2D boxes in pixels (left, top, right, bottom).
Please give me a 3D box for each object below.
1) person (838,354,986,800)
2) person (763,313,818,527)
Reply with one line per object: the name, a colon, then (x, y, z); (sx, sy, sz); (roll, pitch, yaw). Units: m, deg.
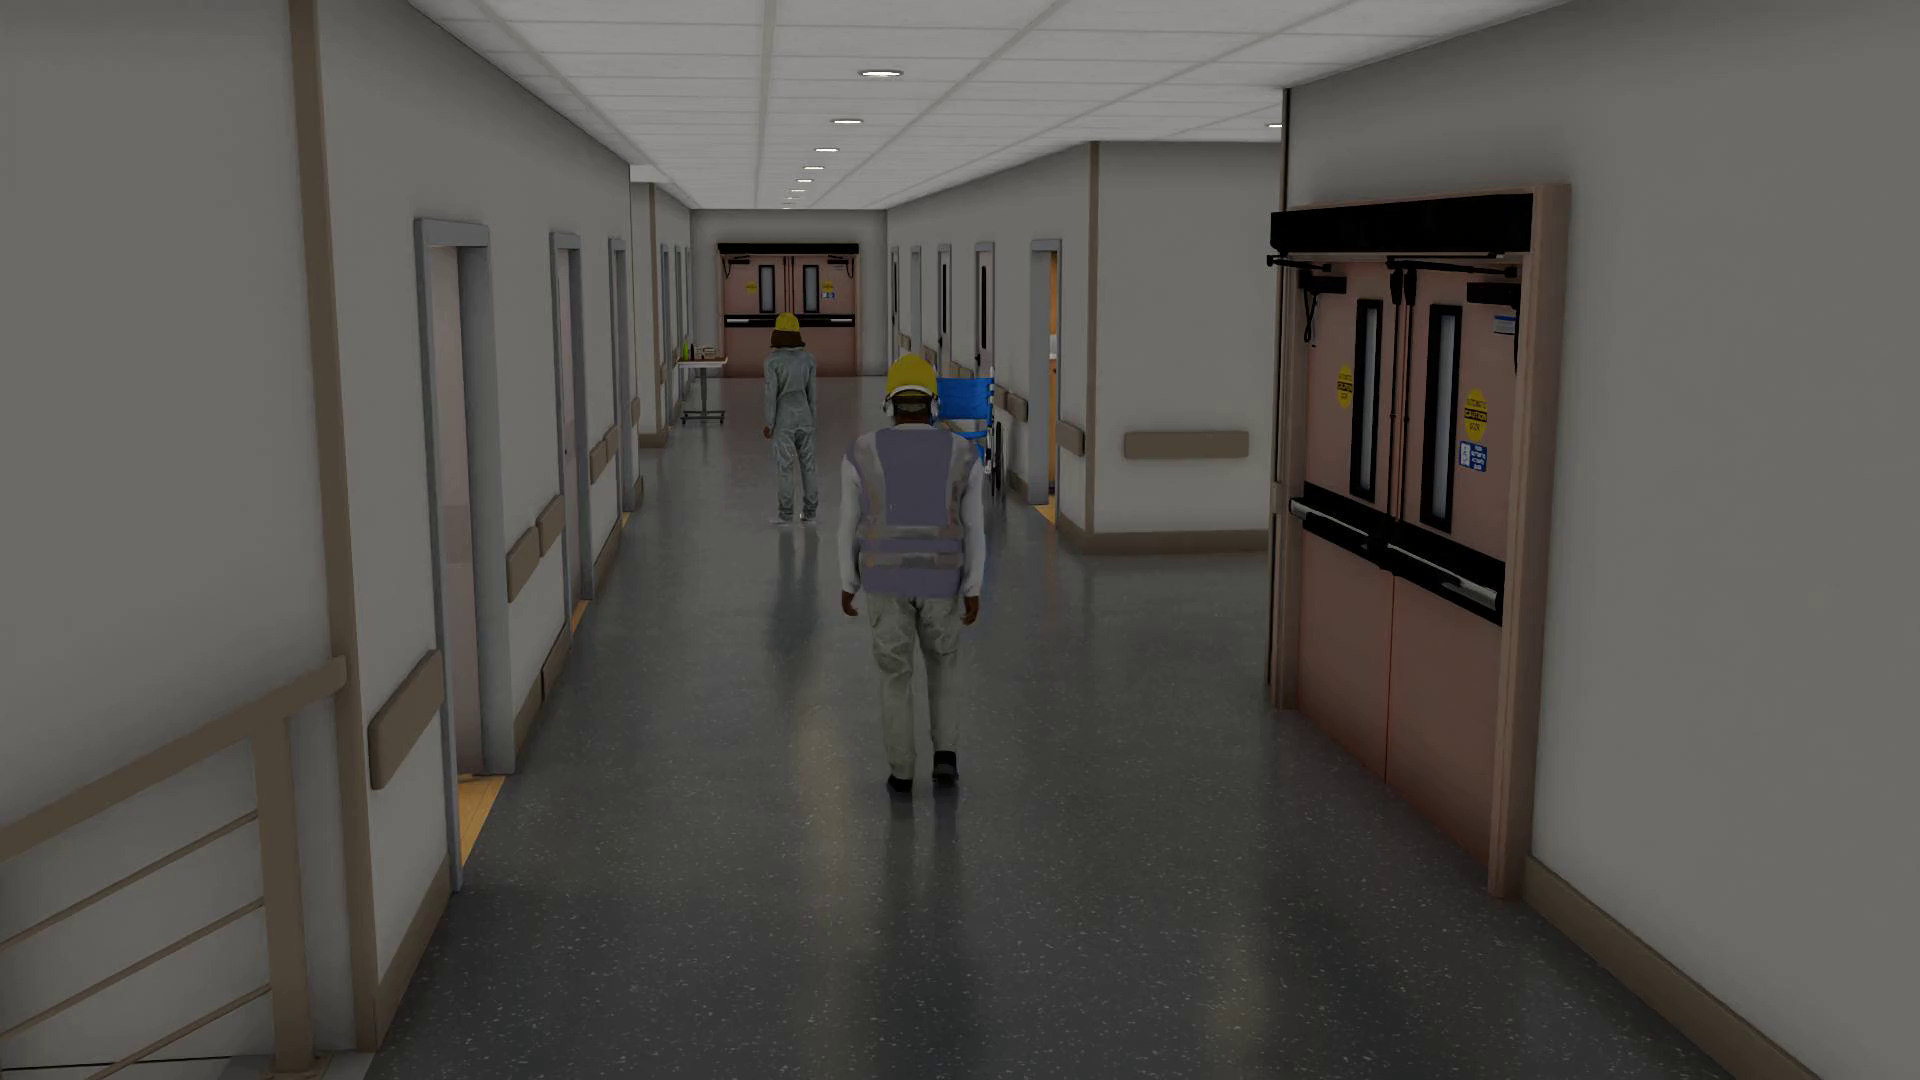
person: (-0.203, 0.155, 6.818); (0.591, 1.813, 0.447); (-1, 10, -8)
person: (-1.394, -0.980, 13.605); (0.484, 1.745, 0.307); (-7, 12, -35)
